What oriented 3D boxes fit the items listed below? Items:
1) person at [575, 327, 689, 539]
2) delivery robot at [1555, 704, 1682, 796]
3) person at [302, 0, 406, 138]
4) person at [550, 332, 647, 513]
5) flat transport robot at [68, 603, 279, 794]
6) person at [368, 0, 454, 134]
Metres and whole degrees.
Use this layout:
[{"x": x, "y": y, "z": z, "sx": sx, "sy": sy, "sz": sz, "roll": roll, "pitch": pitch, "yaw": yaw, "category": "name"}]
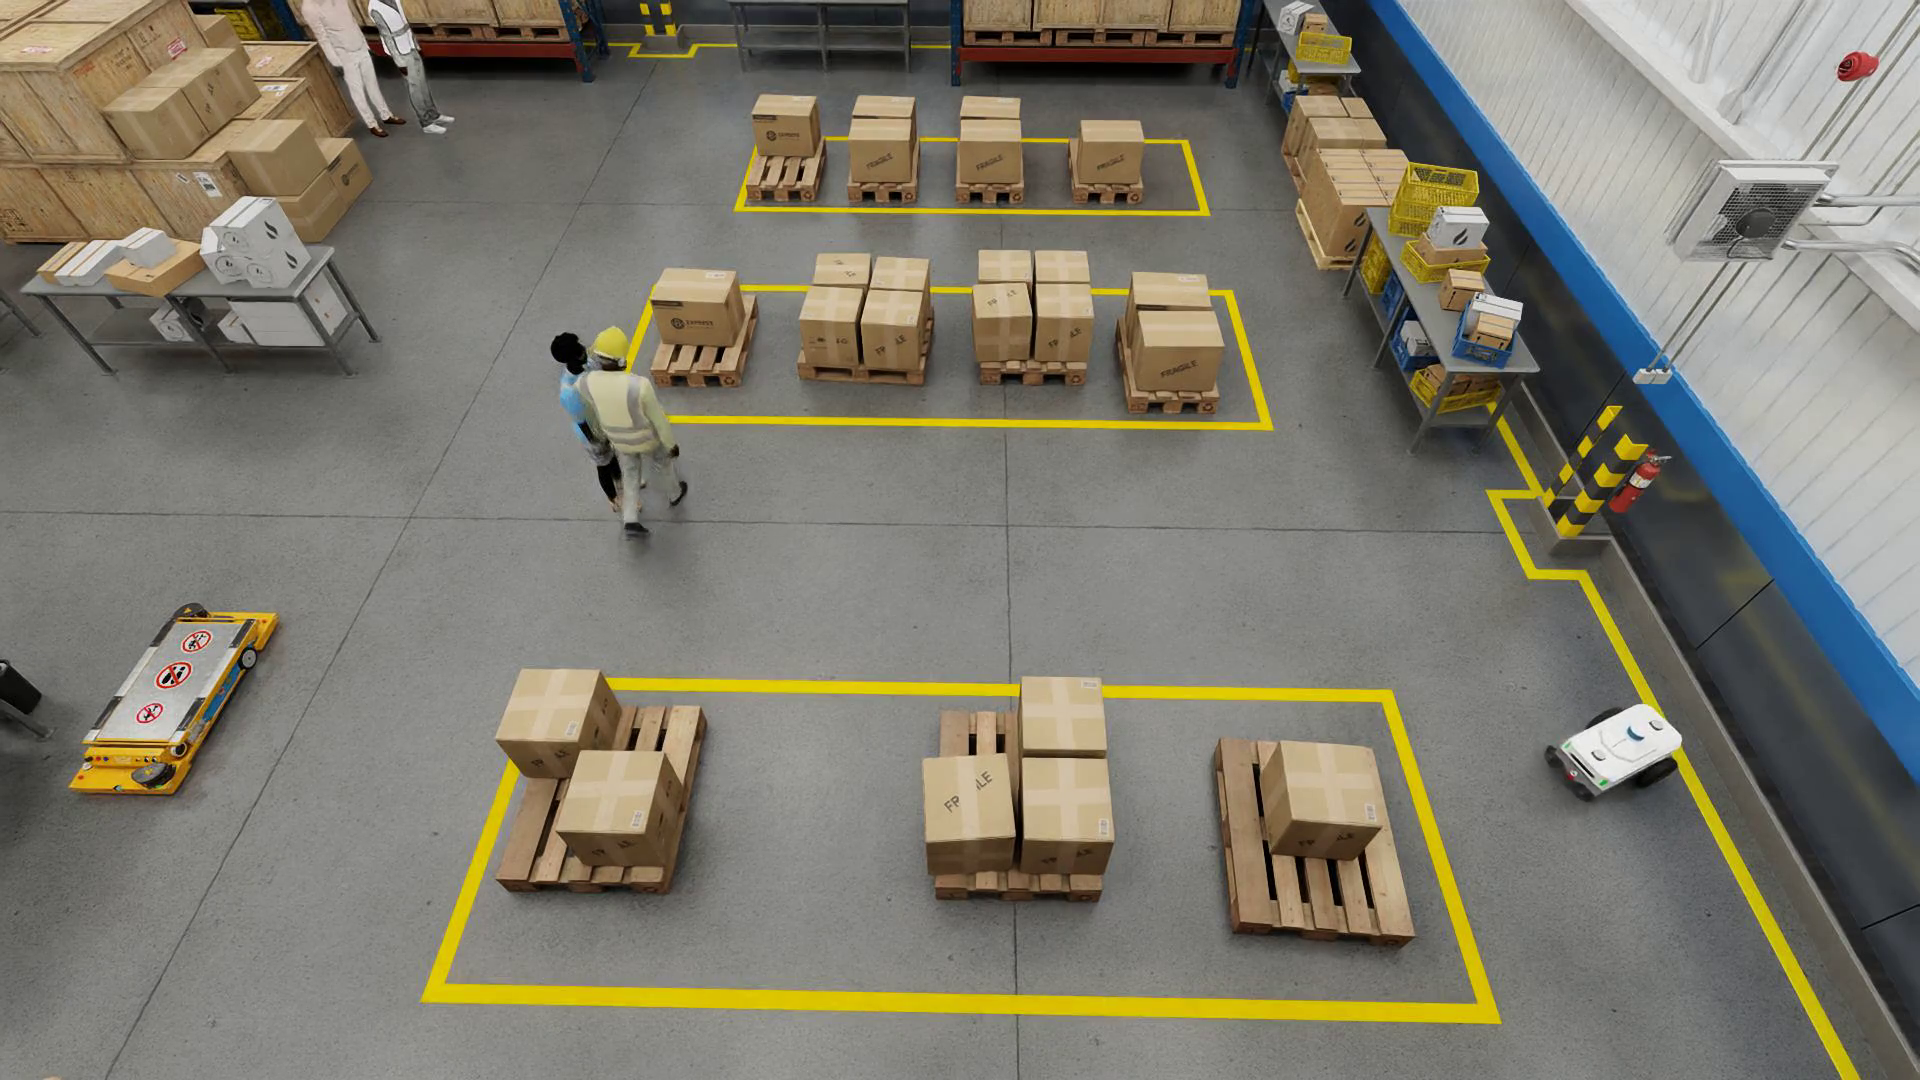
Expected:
[{"x": -2.515, "y": -0.770, "z": 7.012, "sx": 0.627, "sy": 1.808, "sz": 0.670, "roll": 5, "pitch": 50, "yaw": 5, "category": "person"}, {"x": 4.286, "y": 1.351, "z": 5.962, "sx": 0.707, "sy": 0.478, "sz": 0.477, "roll": -19, "pitch": 52, "yaw": -15, "category": "delivery robot"}, {"x": -7.583, "y": -6.062, "z": 11.416, "sx": 0.409, "sy": 1.906, "sz": 0.651, "roll": 11, "pitch": 51, "yaw": 9, "category": "person"}, {"x": -2.837, "y": -0.906, "z": 7.186, "sx": 0.318, "sy": 1.700, "sz": 0.535, "roll": -3, "pitch": 50, "yaw": -2, "category": "person"}, {"x": -5.504, "y": 1.072, "z": 6.442, "sx": 0.652, "sy": 0.197, "sz": 1.431, "roll": 1, "pitch": 50, "yaw": 1, "category": "flat transport robot"}, {"x": -6.937, "y": -6.087, "z": 11.438, "sx": 0.390, "sy": 1.909, "sz": 0.592, "roll": -1, "pitch": 50, "yaw": -1, "category": "person"}]
